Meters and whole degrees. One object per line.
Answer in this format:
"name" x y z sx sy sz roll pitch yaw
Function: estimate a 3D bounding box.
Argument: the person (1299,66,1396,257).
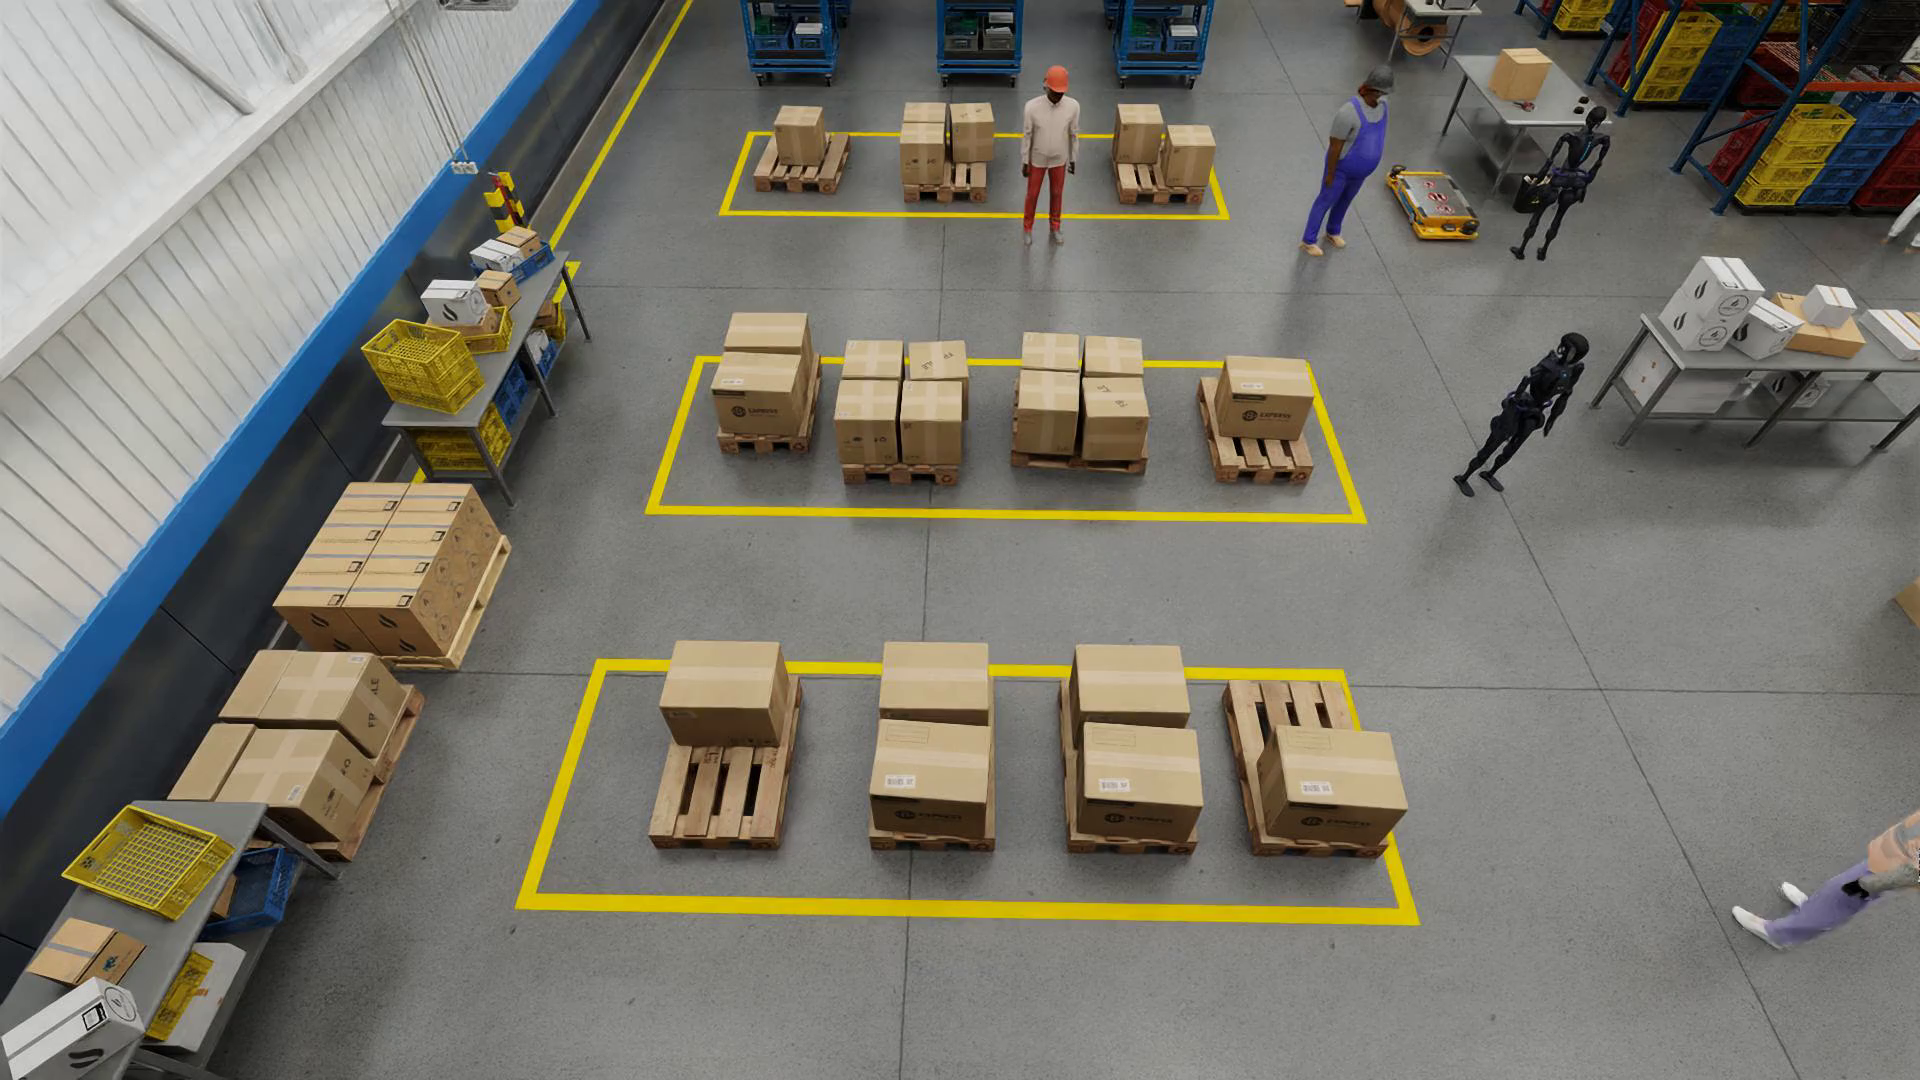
"person" 4.229 -4.055 9.872 0.681 2.000 0.536 -24 53 -19

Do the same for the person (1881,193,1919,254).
"person" 10.941 -4.048 9.969 0.340 1.882 0.579 -22 53 -18

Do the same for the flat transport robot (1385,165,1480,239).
"flat transport robot" 5.692 -4.094 11.059 0.652 0.197 1.431 1 49 1

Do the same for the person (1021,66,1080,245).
"person" 0.978 -4.144 9.994 0.627 1.982 0.421 -3 49 -3

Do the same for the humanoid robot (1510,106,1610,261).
"humanoid robot" 6.511 -3.848 9.922 0.602 1.658 0.324 7 50 6

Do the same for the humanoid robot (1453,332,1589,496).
"humanoid robot" 4.593 -0.996 7.463 0.572 1.651 0.339 -10 50 -8

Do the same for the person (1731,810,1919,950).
"person" 5.062 1.712 4.972 0.632 1.909 0.420 -22 53 -18
